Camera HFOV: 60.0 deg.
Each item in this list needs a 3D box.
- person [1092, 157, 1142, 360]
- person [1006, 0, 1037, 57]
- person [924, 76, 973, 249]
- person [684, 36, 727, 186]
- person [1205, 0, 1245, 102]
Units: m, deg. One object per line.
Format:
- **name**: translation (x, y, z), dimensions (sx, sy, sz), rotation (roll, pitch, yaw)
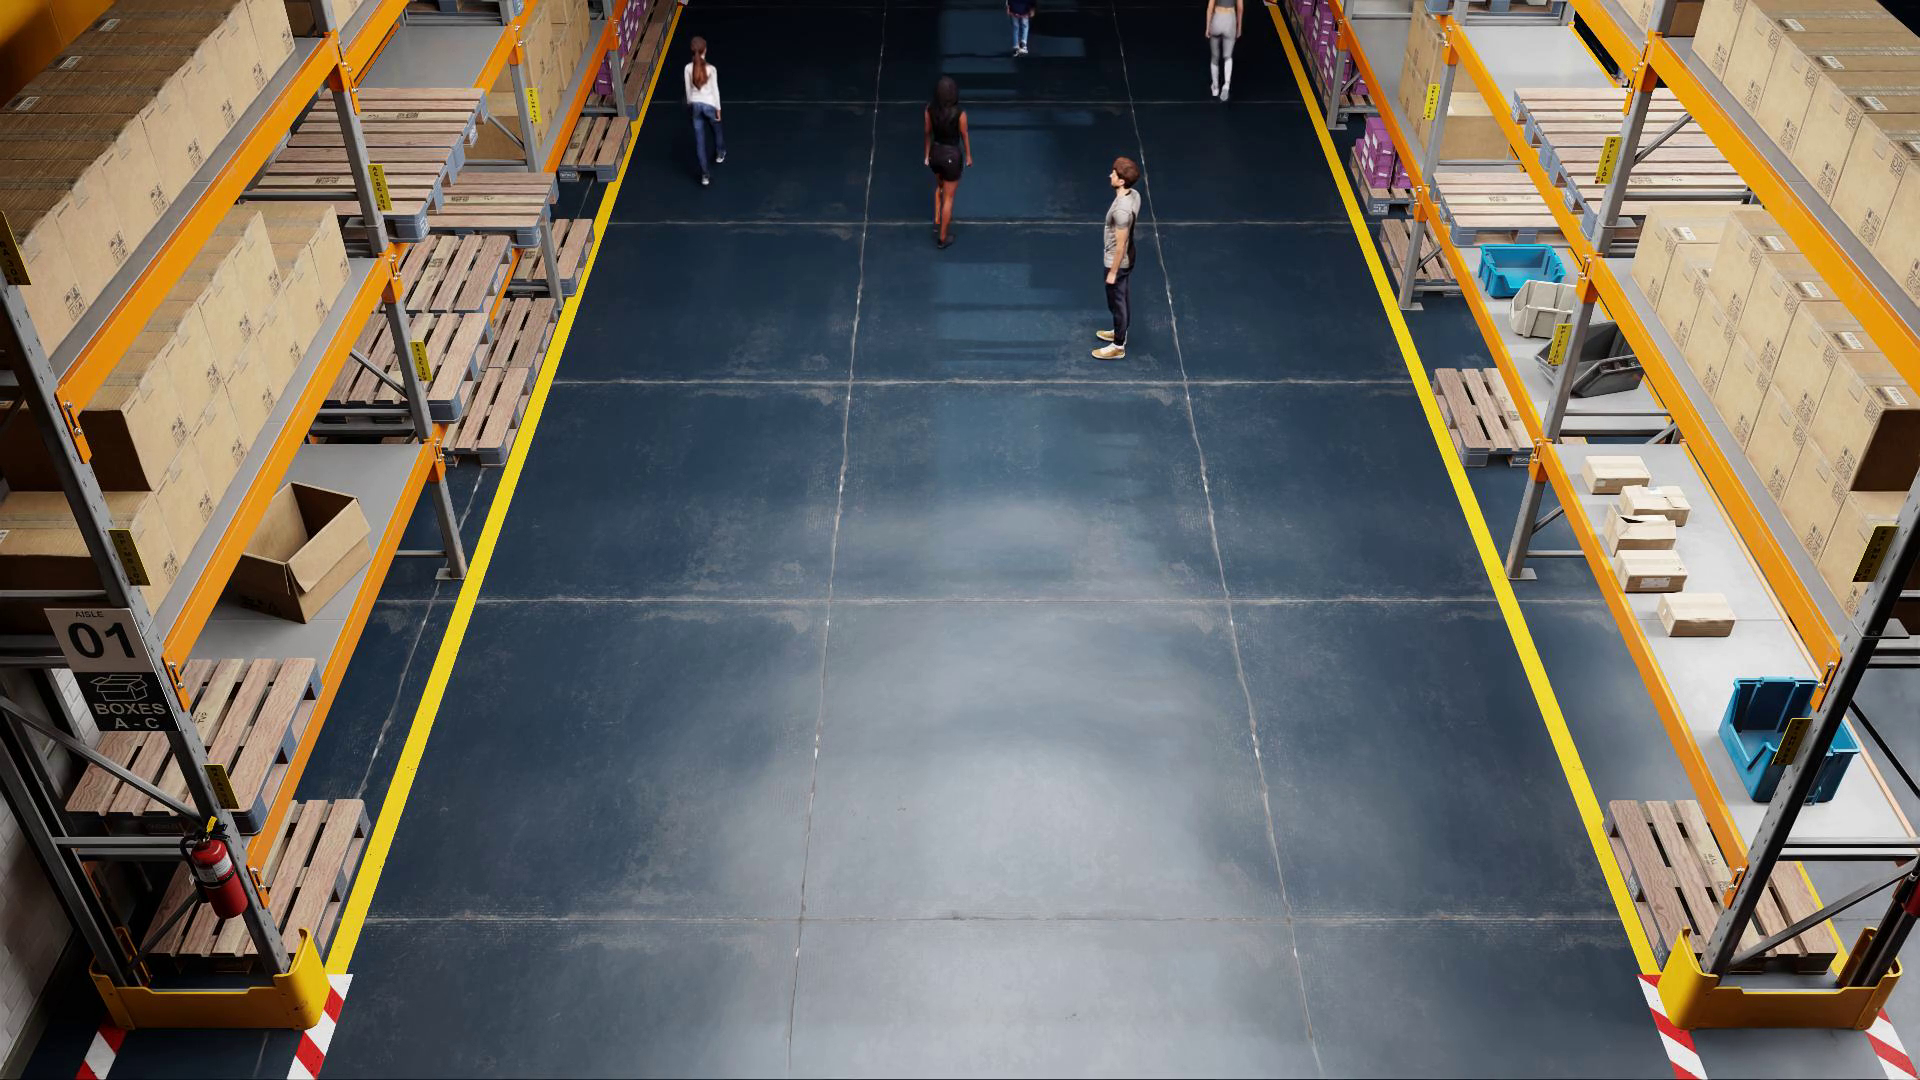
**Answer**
- **person**: translation (1.409, -2.494, 14.724), dimensions (0.763, 1.895, 0.573), rotation (8, 39, 10)
- **person**: translation (0.722, -6.479, 20.259), dimensions (0.531, 1.216, 0.493), rotation (3, 39, 4)
- **person**: translation (-0.179, -3.672, 16.337), dimensions (0.725, 1.722, 0.782), rotation (21, 43, 24)
- **person**: translation (-2.716, -4.497, 17.530), dimensions (0.549, 1.522, 0.985), rotation (0, 39, 0)
- **person**: translation (3.027, -5.842, 19.081), dimensions (0.580, 1.690, 0.909), rotation (2, 39, 2)
